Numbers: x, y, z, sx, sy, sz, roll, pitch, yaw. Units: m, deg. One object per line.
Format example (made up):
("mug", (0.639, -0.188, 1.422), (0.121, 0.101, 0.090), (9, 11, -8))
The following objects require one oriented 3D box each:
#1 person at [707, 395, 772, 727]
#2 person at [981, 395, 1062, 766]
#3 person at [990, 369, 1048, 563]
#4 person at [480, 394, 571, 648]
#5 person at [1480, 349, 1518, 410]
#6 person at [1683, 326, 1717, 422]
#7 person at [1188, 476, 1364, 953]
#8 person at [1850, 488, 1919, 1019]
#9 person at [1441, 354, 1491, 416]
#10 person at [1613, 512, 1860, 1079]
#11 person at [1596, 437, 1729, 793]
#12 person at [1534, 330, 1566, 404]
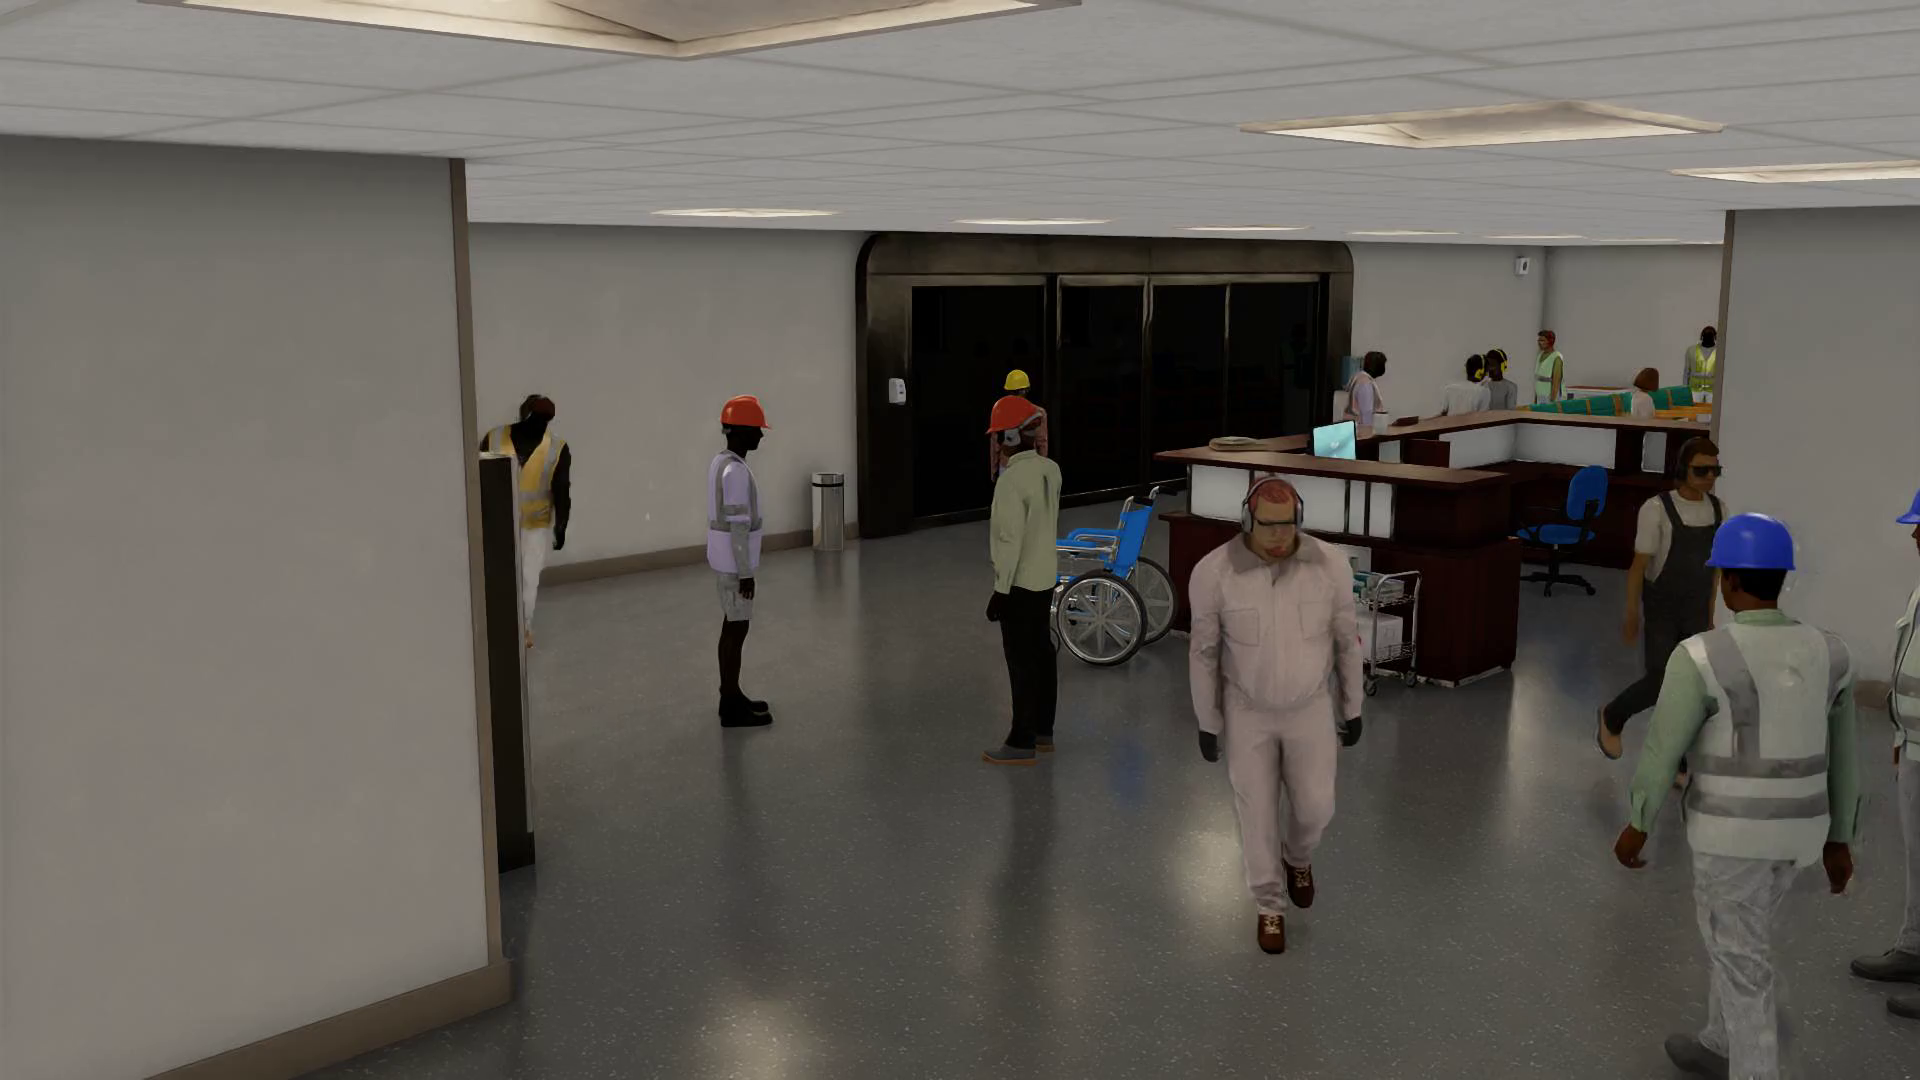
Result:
("person", (-1.276, 0.122, 9.710), (0.390, 1.929, 0.545), (-2, 10, -15))
("person", (0.324, 0.216, 8.947), (0.393, 1.986, 0.610), (5, 10, 27))
("person", (0.520, -0.649, 14.938), (0.531, 1.765, 0.327), (3, 10, 18))
("person", (-3.059, -0.118, 11.609), (0.708, 1.792, 0.431), (-2, 9, -12))
("person", (5.320, -0.977, 16.646), (0.329, 1.865, 0.507), (-5, 10, -27))
("person", (10.846, -2.192, 24.203), (0.622, 1.835, 0.431), (5, 10, 27))
("person", (1.232, 0.664, 6.538), (0.690, 1.875, 0.534), (1, 9, 3))
("person", (3.490, 0.728, 5.924), (0.405, 1.946, 0.612), (2, 9, 9))
("person", (4.994, -0.927, 16.495), (0.960, 1.813, 0.542), (-7, 12, -37))
("person", (2.361, 0.870, 5.146), (0.623, 1.911, 0.805), (-3, 10, -18))
("person", (3.611, 0.363, 8.536), (0.512, 1.830, 0.604), (-3, 10, -18))
("person", (7.961, -1.917, 22.508), (0.390, 1.837, 0.560), (-1, 9, -9))
